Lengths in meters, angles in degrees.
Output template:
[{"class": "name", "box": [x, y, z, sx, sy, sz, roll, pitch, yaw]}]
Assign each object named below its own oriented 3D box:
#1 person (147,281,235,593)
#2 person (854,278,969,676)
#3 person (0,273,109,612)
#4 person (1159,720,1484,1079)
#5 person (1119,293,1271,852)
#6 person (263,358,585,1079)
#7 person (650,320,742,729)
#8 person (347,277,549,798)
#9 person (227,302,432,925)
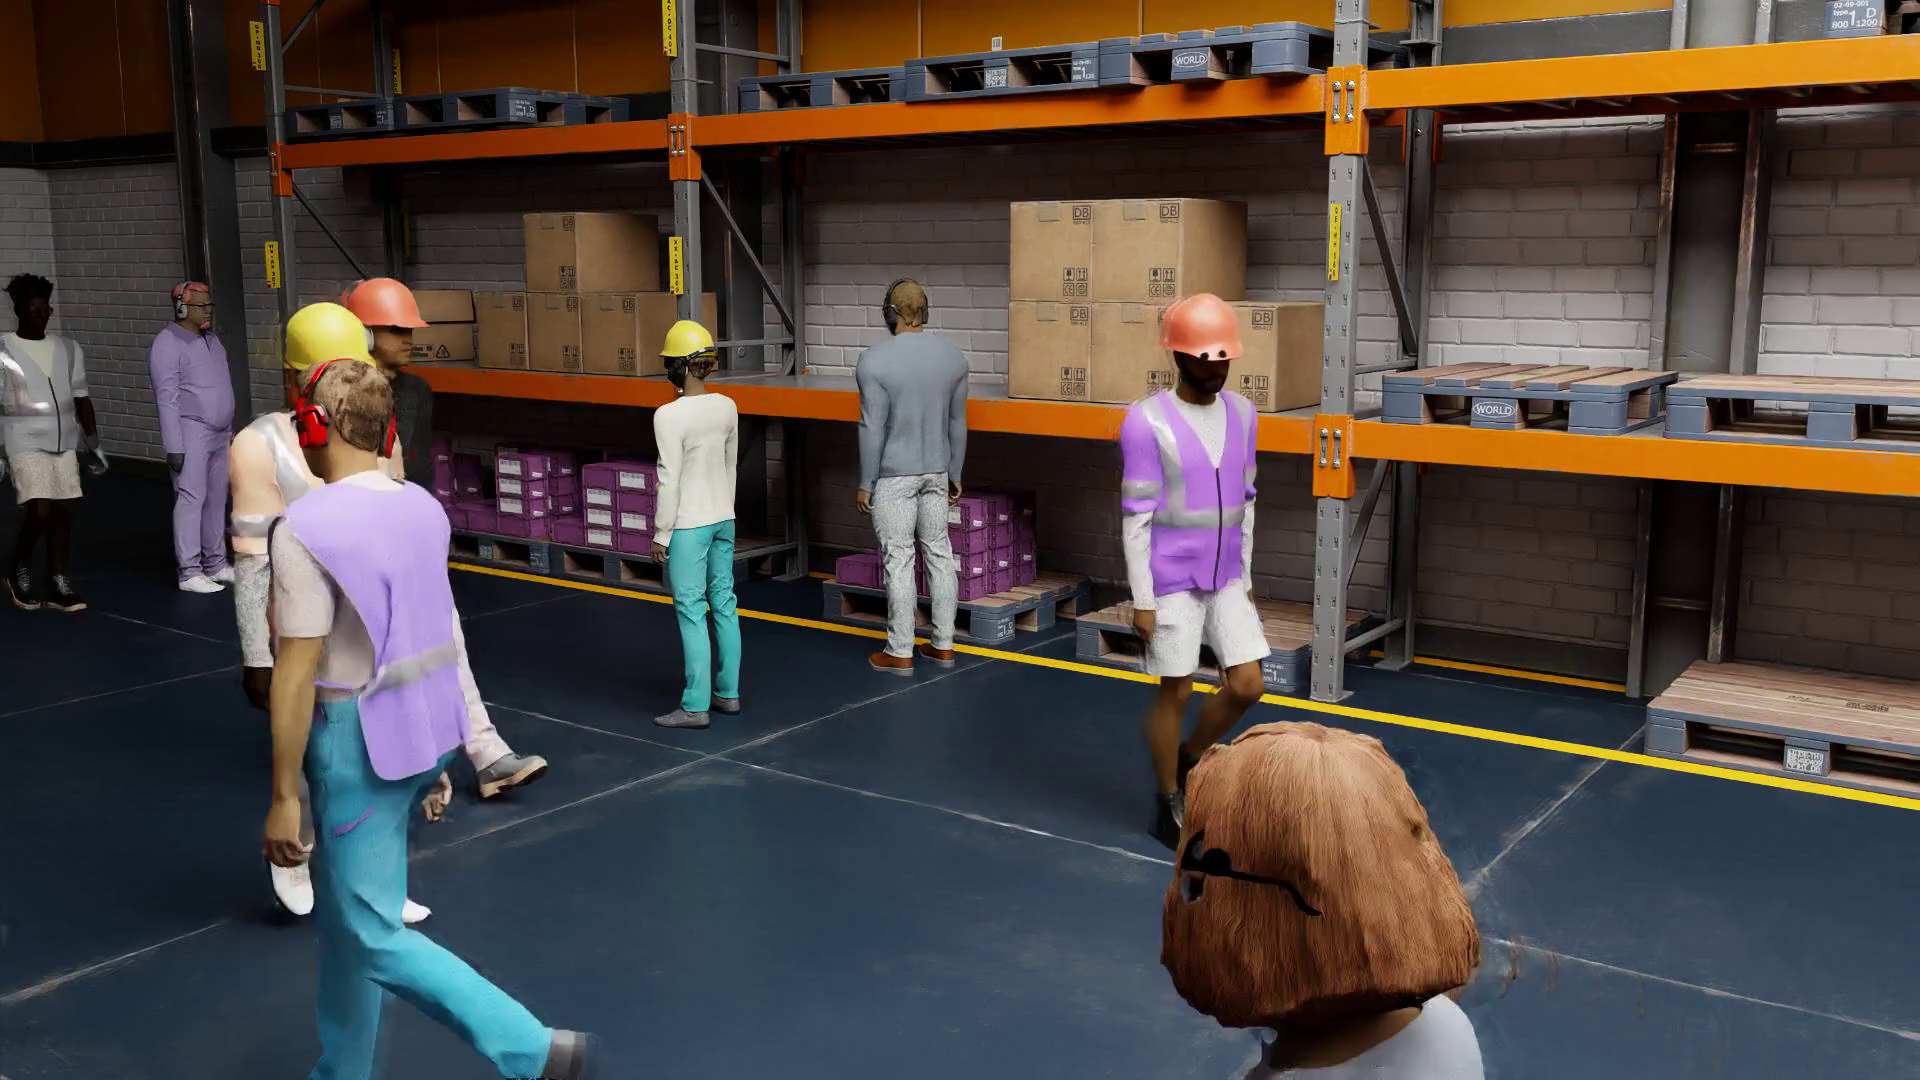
[{"class": "person", "box": [-4.655, -0.627, 10.212, 0.404, 1.900, 0.638, 1, 10, 5]}, {"class": "person", "box": [-0.239, -0.305, 8.161, 0.635, 1.936, 0.355, -7, 12, -36]}, {"class": "person", "box": [-5.250, -0.546, 9.541, 0.414, 1.950, 0.620, 5, 11, 26]}, {"class": "person", "box": [0.267, 0.958, 1.571, 0.523, 1.614, 0.535, 8, 13, 41]}, {"class": "person", "box": [0.806, 0.134, 5.611, 0.571, 1.913, 0.418, -5, 11, -29]}, {"class": "person", "box": [-1.245, 0.503, 3.719, 0.776, 1.812, 0.593, 1, 10, 8]}, {"class": "person", "box": [-1.156, -0.062, 7.229, 0.313, 1.769, 0.525, 5, 11, 27]}, {"class": "person", "box": [-2.021, 0.031, 6.097, 0.996, 1.948, 0.650, 5, 11, 25]}, {"class": "person", "box": [-1.848, 0.253, 4.932, 0.494, 1.903, 0.669, 5, 11, 25]}]
